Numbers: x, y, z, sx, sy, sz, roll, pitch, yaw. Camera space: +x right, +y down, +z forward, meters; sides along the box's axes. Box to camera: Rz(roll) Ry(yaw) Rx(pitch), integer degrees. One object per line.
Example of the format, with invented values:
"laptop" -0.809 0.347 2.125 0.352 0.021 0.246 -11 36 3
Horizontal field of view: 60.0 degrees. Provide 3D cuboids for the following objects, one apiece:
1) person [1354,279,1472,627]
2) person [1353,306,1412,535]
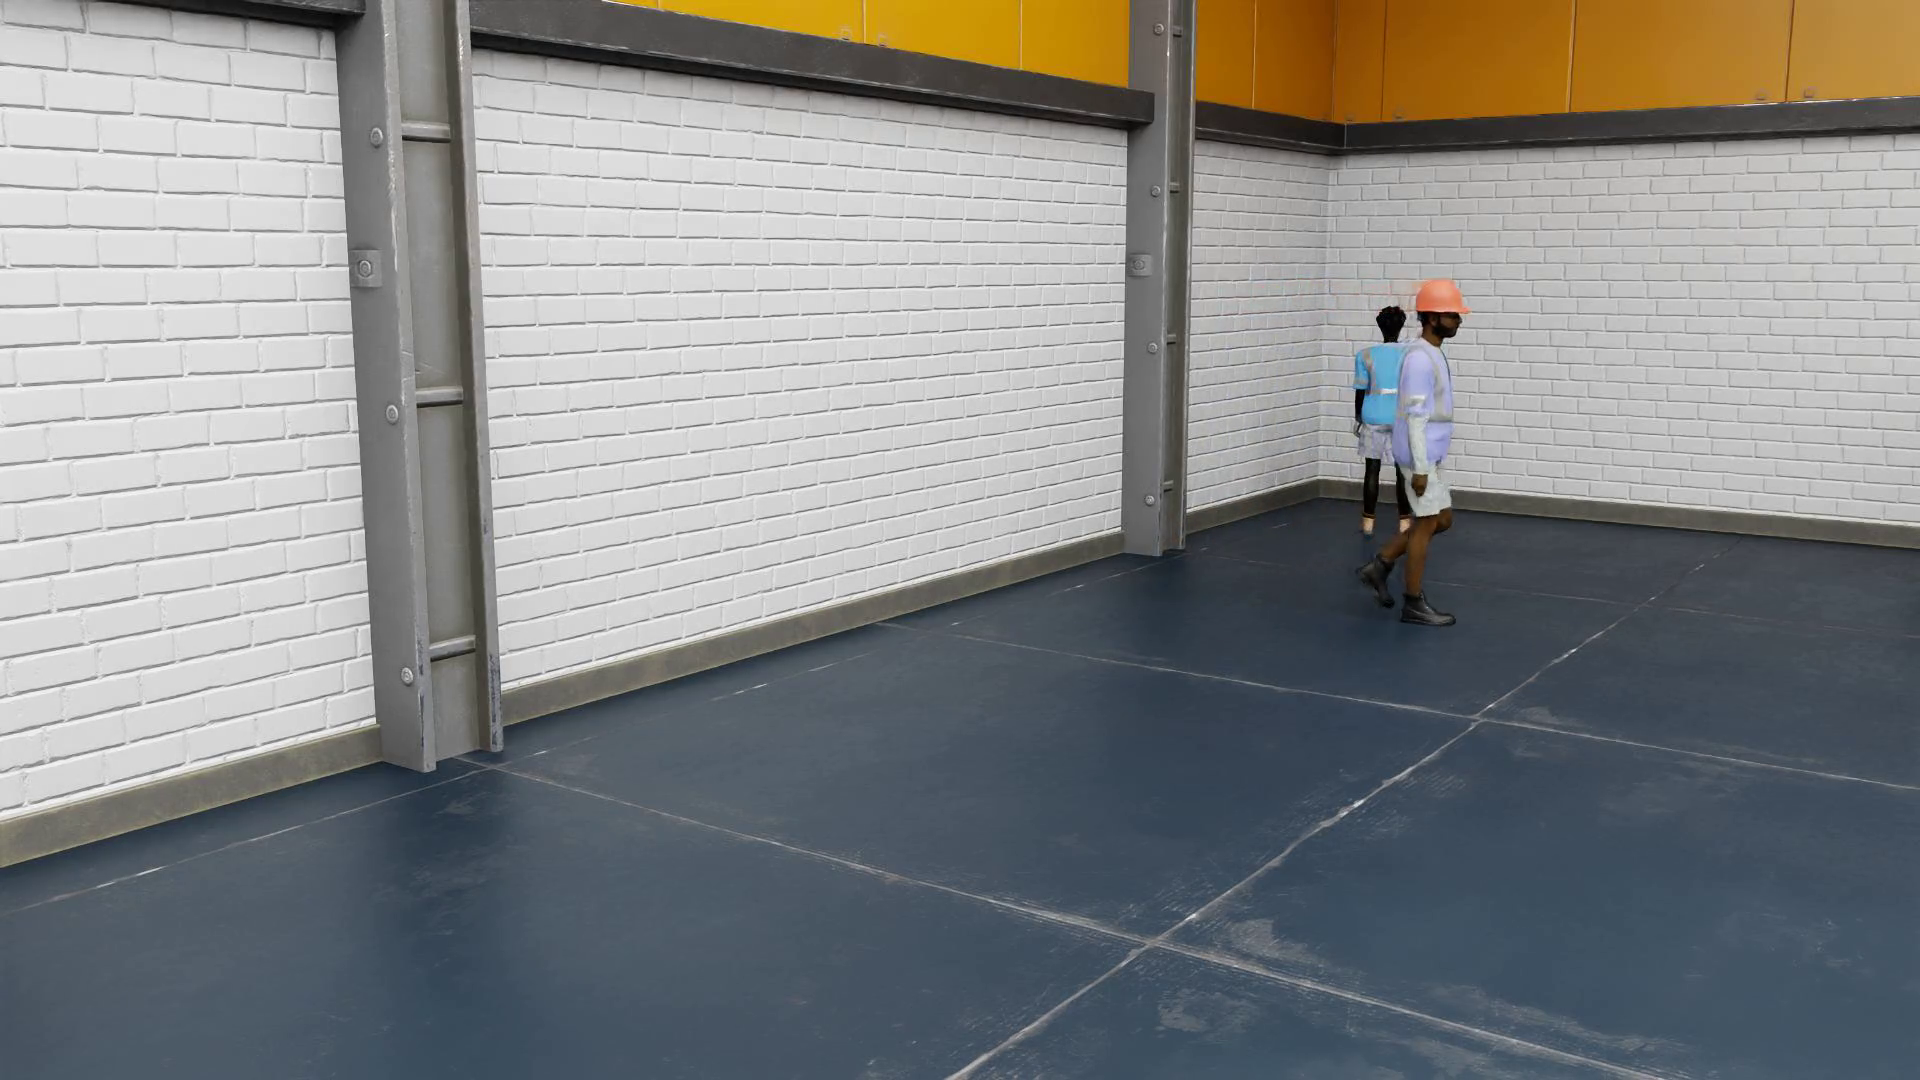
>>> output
"person" 2.538 -0.475 9.214 0.513 1.923 0.558 4 10 22
"person" 3.161 -0.872 12.269 0.532 1.693 0.319 2 10 13
